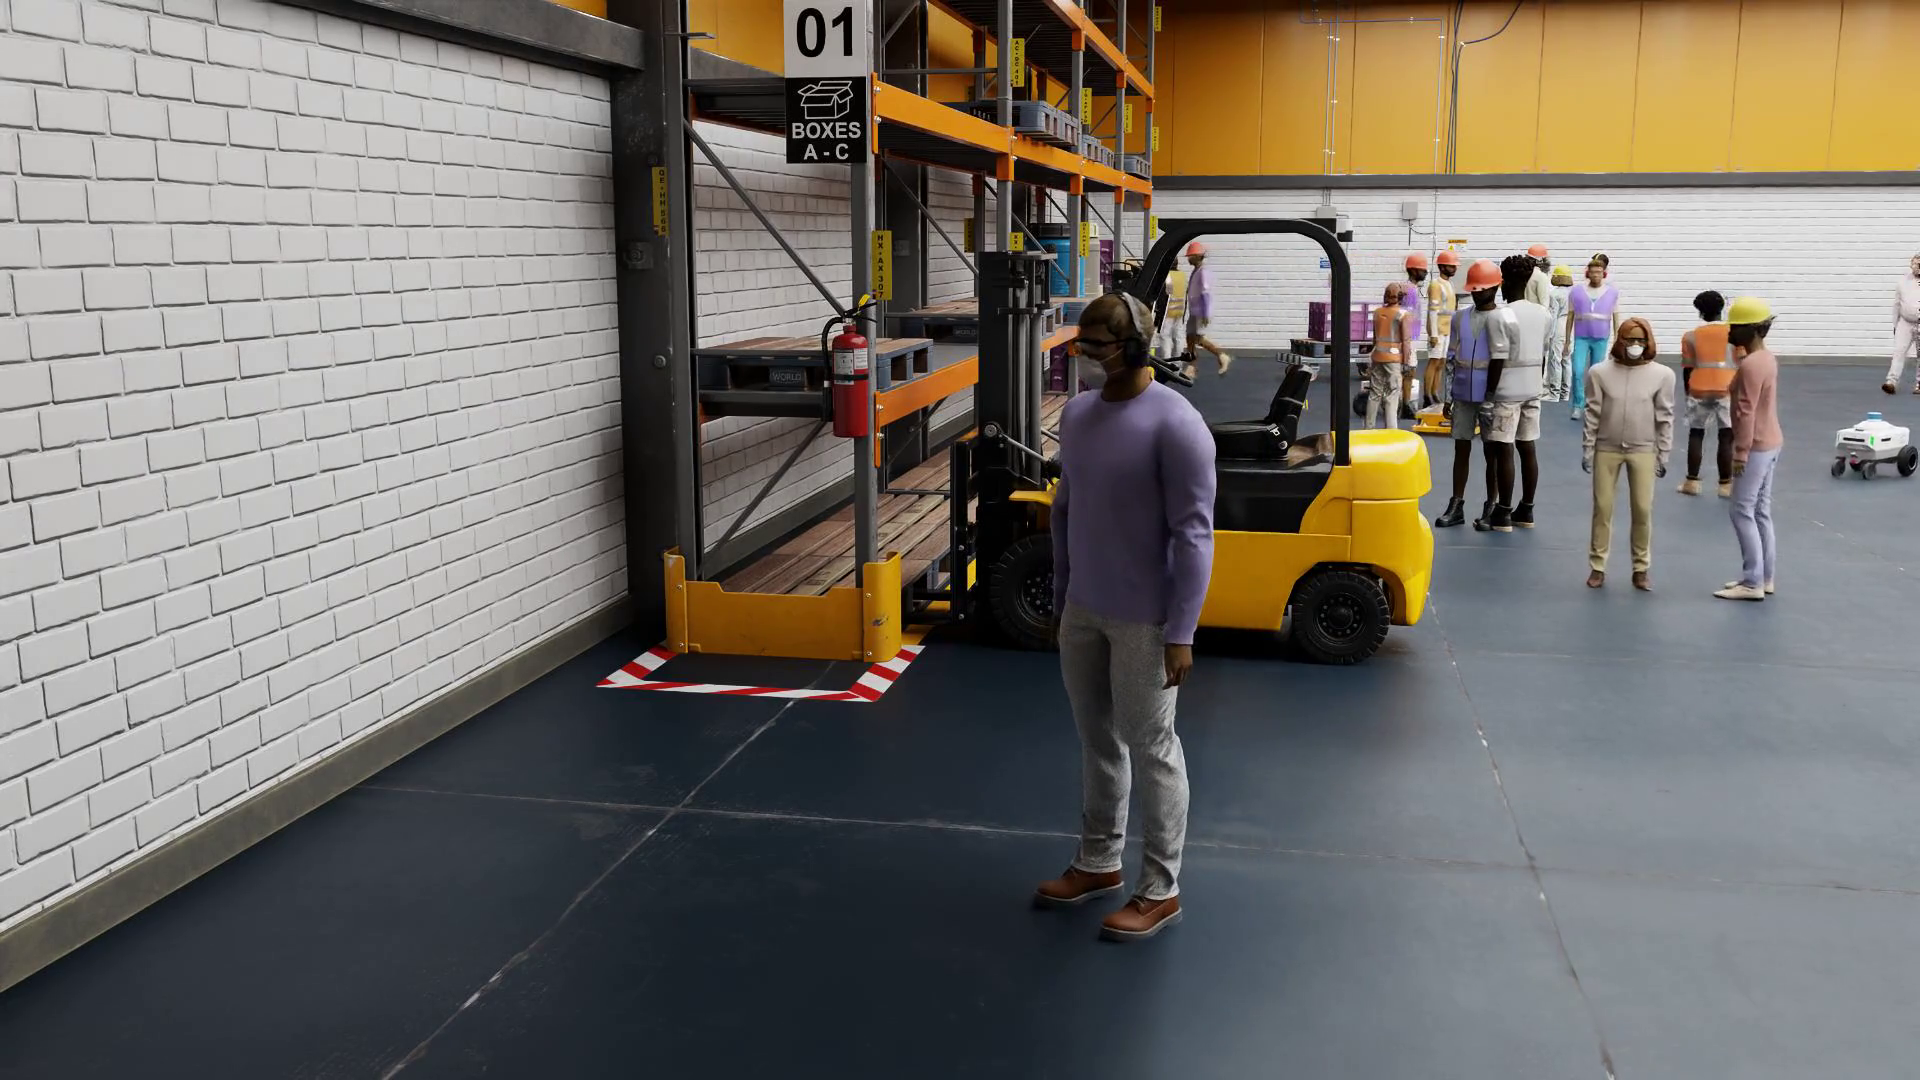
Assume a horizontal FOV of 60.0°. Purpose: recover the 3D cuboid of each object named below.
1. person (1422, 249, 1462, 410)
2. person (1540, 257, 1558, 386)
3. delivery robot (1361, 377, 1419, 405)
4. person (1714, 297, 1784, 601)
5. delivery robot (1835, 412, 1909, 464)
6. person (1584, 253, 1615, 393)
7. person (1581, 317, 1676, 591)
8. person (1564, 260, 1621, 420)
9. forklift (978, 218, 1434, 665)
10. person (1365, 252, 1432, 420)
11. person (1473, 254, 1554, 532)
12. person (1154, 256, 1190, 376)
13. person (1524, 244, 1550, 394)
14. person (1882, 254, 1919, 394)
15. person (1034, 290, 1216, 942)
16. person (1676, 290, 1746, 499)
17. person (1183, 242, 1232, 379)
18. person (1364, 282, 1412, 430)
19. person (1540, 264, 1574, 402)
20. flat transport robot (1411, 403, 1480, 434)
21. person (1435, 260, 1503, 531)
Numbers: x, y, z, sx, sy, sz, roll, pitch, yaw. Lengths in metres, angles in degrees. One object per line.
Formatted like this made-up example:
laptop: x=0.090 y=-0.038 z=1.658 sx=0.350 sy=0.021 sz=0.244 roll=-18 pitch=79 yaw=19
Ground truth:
person: x=5.809 y=-2.514 z=20.010 sx=0.379 sy=1.936 sz=0.548 roll=8 pitch=13 yaw=36
person: x=8.197 y=-3.124 z=23.665 sx=0.642 sy=1.822 sz=0.764 roll=1 pitch=10 yaw=3
delivery robot: x=5.026 y=-1.761 z=19.418 sx=0.707 sy=0.478 sz=0.477 roll=-7 pitch=12 yaw=-33
person: x=4.576 y=-0.530 z=9.672 sx=0.406 sy=1.743 sz=0.527 roll=7 pitch=12 yaw=32
delivery robot: x=7.986 y=-0.873 z=14.551 sx=0.707 sy=0.478 sz=0.477 roll=-8 pitch=13 yaw=-36
person: x=8.519 y=-2.890 z=22.259 sx=0.519 sy=1.873 sz=0.335 roll=-7 pitch=13 yaw=-34
person: x=3.955 y=-0.509 z=9.883 sx=0.502 sy=1.625 sz=0.284 roll=4 pitch=11 yaw=23
person: x=7.169 y=-2.250 z=18.866 sx=0.587 sy=1.818 sz=0.771 roll=4 pitch=11 yaw=21
forklift: x=1.285 y=-0.567 z=8.635 sx=2.313 sy=2.155 sz=1.214 roll=2 pitch=11 yaw=11
person: x=5.039 y=-2.314 z=18.983 sx=0.616 sy=1.922 sz=0.552 roll=3 pitch=11 yaw=15
person: x=3.937 y=-1.041 z=11.855 sx=0.608 sy=1.966 sz=0.374 roll=-6 pitch=12 yaw=-31
person: x=3.158 y=-3.379 z=25.018 sx=0.633 sy=1.841 sz=0.429 roll=-8 pitch=13 yaw=-36
person: x=7.662 y=-2.952 z=22.255 sx=0.377 sy=1.995 sz=0.608 roll=-3 pitch=11 yaw=-18
person: x=12.630 y=-2.839 z=22.011 sx=0.646 sy=1.863 sz=0.965 roll=10 pitch=14 yaw=43
person: x=0.487 y=0.226 z=4.992 sx=0.354 sy=1.936 sz=0.635 roll=-7 pitch=13 yaw=-34
person: x=6.119 y=-1.162 z=13.355 sx=0.669 sy=1.670 sz=0.322 roll=9 pitch=14 yaw=40
person: x=3.574 y=-3.364 z=24.450 sx=0.763 sy=2.021 sz=0.625 roll=-1 pitch=10 yaw=-7
person: x=4.394 y=-1.811 z=17.017 sx=0.321 sy=1.630 sz=0.514 roll=-7 pitch=12 yaw=-32
person: x=7.631 y=-2.636 z=21.212 sx=0.487 sy=1.744 sz=0.296 roll=-8 pitch=13 yaw=-36
flat transport robot: x=5.369 y=-1.319 z=18.031 sx=0.652 sy=0.197 sz=1.431 roll=5 pitch=12 yaw=26
person: x=3.704 y=-1.026 z=11.881 sx=0.543 sy=1.928 sz=0.373 roll=9 pitch=13 yaw=40
